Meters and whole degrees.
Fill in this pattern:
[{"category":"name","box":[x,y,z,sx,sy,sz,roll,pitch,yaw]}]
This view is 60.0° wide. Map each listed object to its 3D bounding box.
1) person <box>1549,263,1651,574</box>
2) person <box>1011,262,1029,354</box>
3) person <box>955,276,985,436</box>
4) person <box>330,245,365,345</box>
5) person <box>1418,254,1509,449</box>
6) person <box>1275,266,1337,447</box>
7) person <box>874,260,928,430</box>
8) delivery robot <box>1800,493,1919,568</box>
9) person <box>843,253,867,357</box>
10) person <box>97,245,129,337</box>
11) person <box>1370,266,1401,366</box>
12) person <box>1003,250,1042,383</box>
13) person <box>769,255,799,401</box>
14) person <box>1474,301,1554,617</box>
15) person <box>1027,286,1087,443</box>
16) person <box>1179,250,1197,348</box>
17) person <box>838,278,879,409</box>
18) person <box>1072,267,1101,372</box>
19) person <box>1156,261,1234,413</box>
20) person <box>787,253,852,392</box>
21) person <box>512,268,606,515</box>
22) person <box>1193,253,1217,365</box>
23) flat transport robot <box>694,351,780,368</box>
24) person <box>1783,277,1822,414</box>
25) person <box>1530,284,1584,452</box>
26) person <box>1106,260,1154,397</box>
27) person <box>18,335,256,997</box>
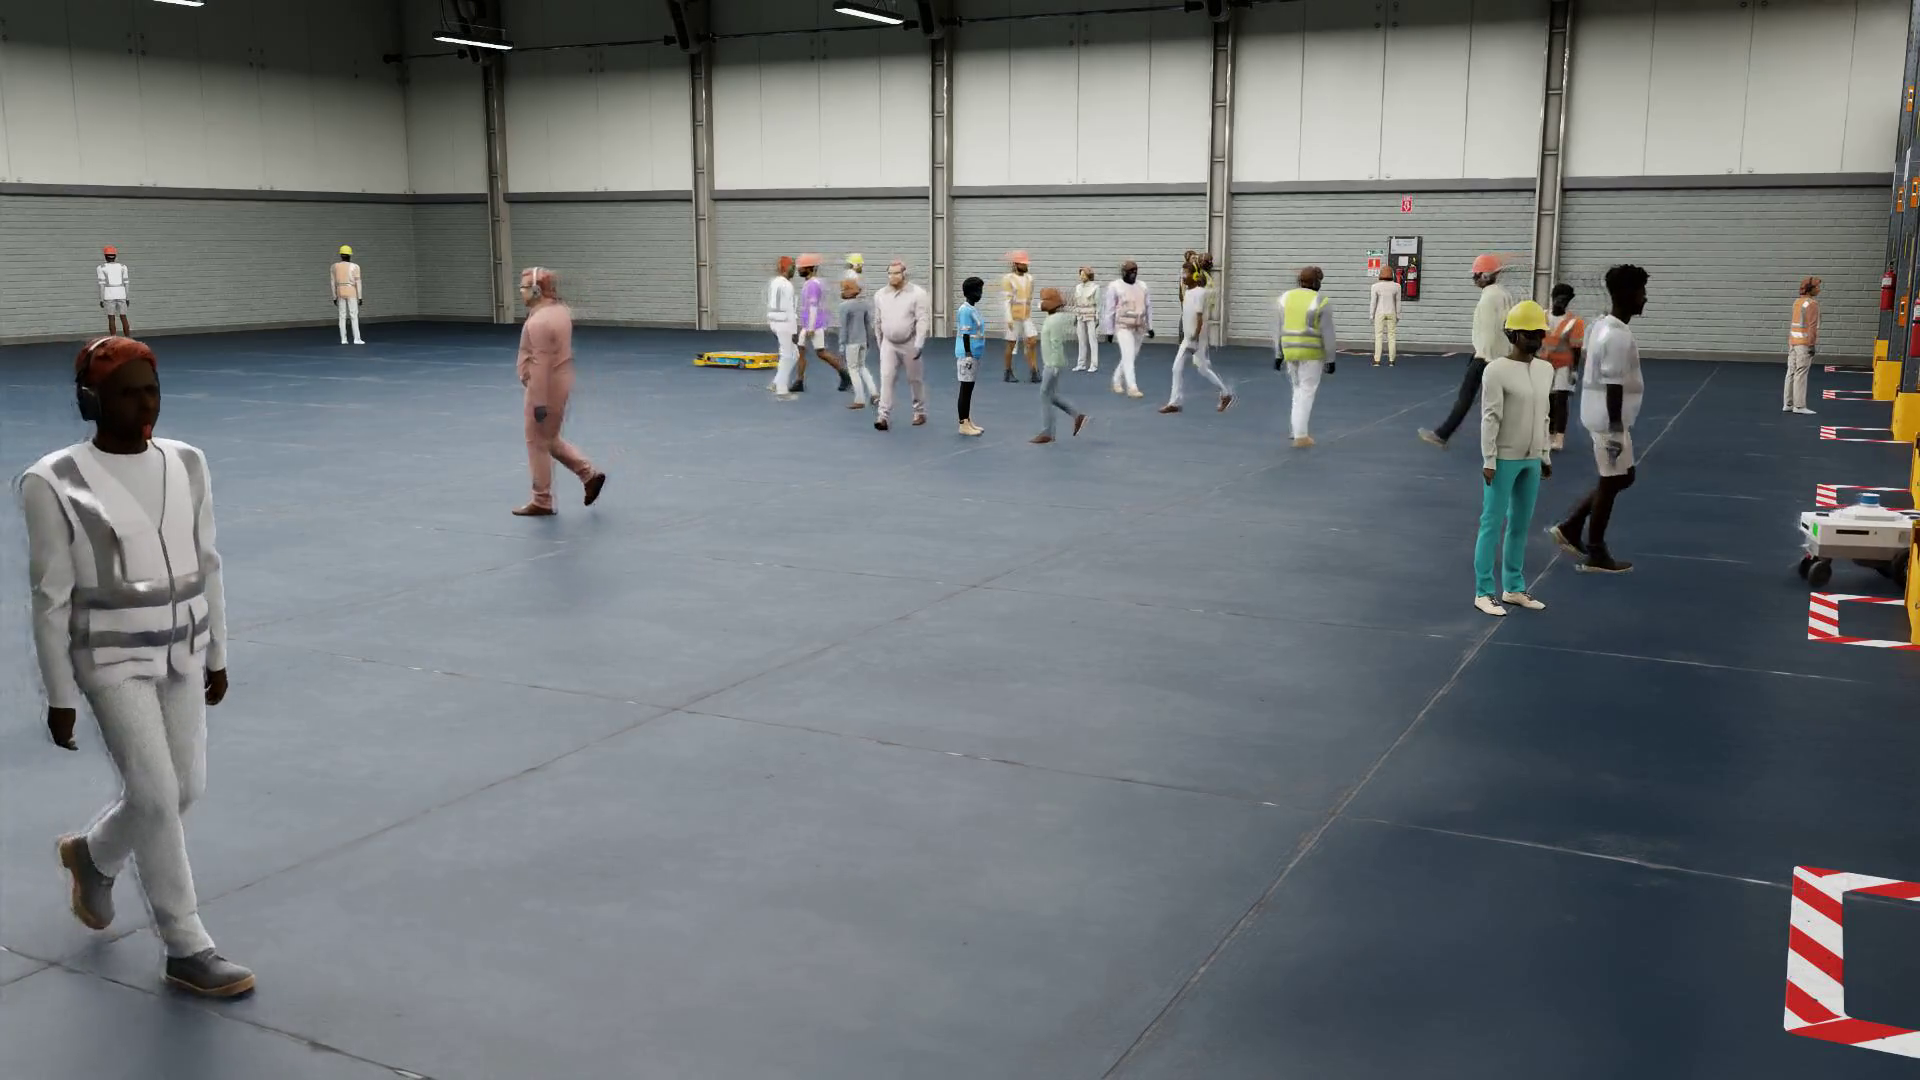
[{"category":"person","box":[4.094,-0.755,10.470,0.450,1.952,0.630,2,11,13]},{"category":"person","box":[1.062,-4.221,29.957,0.487,1.746,0.290,-4,11,-21]},{"category":"person","box":[0.110,-1.961,17.779,0.319,1.693,0.532,2,11,8]},{"category":"person","box":[-11.978,-4.781,32.511,0.589,1.927,0.388,0,10,2]},{"category":"person","box":[5.119,-1.828,16.373,1.054,1.931,0.625,8,13,36]},{"category":"person","box":[3.558,-1.865,16.896,0.606,1.820,0.664,-10,14,-42]},{"category":"person","box":[-0.654,-2.156,18.409,0.643,1.856,1.011,3,11,15]},{"category":"delivery robot","box":[5.540,-0.042,10.159,0.707,0.478,0.477,3,11,14]},{"category":"person","box":[-1.822,-4.068,28.934,0.415,1.819,0.597,-4,11,-18]},{"category":"person","box":[-15.991,-4.589,31.436,0.356,1.939,0.543,10,14,44]},{"category":"person","box":[6.954,-3.661,27.206,0.497,1.633,0.283,0,10,3]},{"category":"person","box":[0.919,-3.191,23.916,0.558,1.902,0.879,-7,12,-32]},{"category":"person","box":[-2.229,-2.716,21.410,0.415,1.866,0.624,-4,11,-20]},{"category":"person","box":[3.146,-0.459,9.385,0.528,1.768,0.313,-6,12,-30]},{"category":"person","box":[0.998,-1.785,17.016,0.549,1.613,0.515,0,10,-3]},{"category":"person","box":[4.312,-4.533,31.381,0.330,1.844,0.520,5,11,25]},{"category":"person","box":[-1.270,-2.400,20.384,0.401,1.613,0.545,7,13,34]},{"category":"person","box":[1.985,-3.439,25.989,0.311,1.636,0.522,-10,14,-44]},{"category":"person","box":[2.870,-2.427,19.971,0.940,1.833,0.529,-3,11,-18]},{"category":"person","box":[-1.925,-2.943,22.606,0.929,1.903,0.551,-3,11,-17]},{"category":"person","box":[-3.100,-1.119,12.641,0.591,1.890,0.659,1,10,4]},{"category":"person","box":[4.027,-3.824,27.530,0.429,1.841,0.634,2,11,12]},{"category":"flat transport robot","box":[-3.554,-2.924,26.906,1.431,0.197,0.652,7,13,35]},{"category":"person","box":[10.097,-2.326,19.922,0.315,1.636,0.515,1,10,3]},{"category":"person","box":[5.870,-1.696,16.415,0.700,1.649,0.575,-8,13,-39]},{"category":"person","box":[2.236,-2.829,22.209,0.624,1.809,0.887,-6,12,-30]},{"category":"person","box":[-2.384,0.346,4.751,0.790,1.861,0.583,5,12,26]}]
